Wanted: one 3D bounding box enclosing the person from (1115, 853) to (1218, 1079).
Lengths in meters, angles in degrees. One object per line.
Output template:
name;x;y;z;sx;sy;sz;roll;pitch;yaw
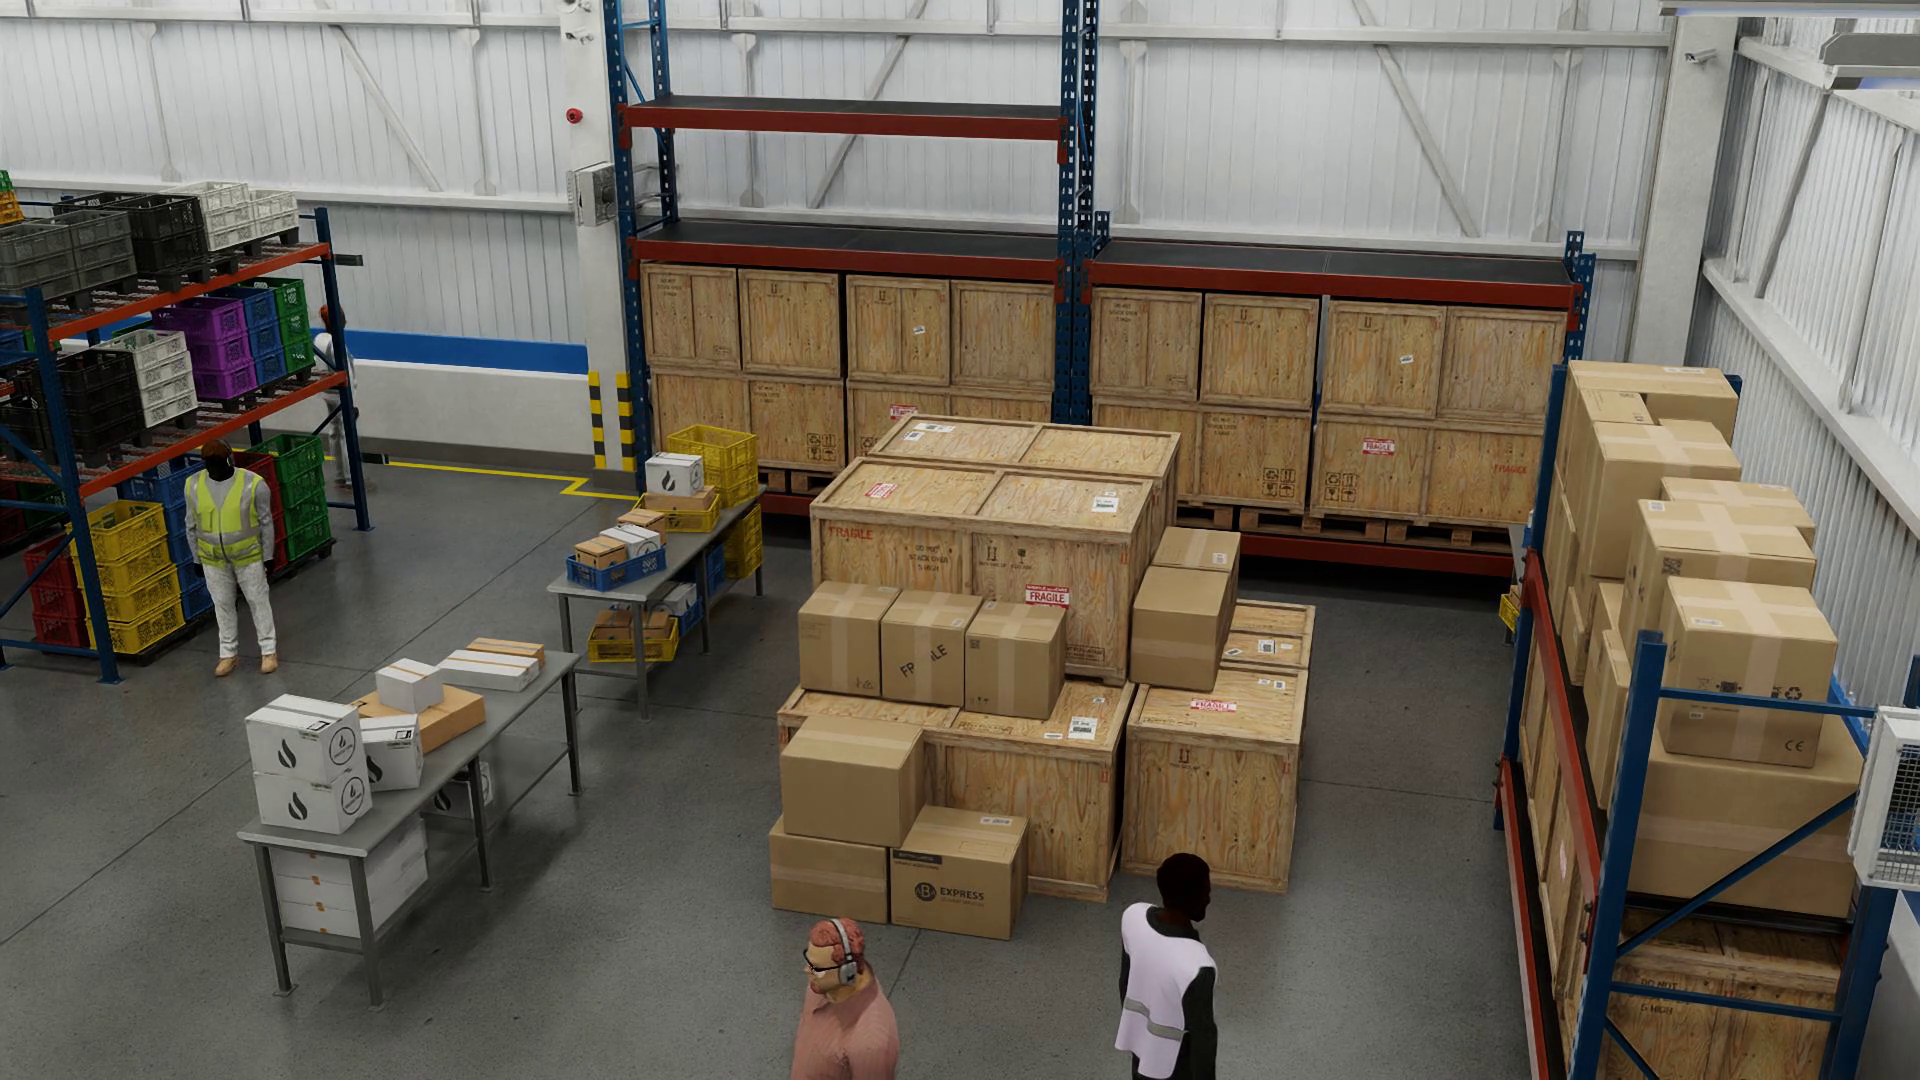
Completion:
person;0.871;2.178;7.019;0.392;1.920;0.587;-11;23;-26

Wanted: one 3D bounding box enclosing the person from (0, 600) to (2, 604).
person;-8.210;-0.300;13.495;0.399;1.930;0.626;4;21;9

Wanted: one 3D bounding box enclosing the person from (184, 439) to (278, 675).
person;-5.460;0.126;12.494;0.627;1.844;0.429;-3;21;-8

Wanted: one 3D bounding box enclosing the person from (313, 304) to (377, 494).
person;-6.115;-1.399;16.422;0.337;1.883;0.584;-19;28;-41

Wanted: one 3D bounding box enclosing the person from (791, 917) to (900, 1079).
person;-0.465;2.331;6.652;0.401;1.901;0.646;-7;22;-18
